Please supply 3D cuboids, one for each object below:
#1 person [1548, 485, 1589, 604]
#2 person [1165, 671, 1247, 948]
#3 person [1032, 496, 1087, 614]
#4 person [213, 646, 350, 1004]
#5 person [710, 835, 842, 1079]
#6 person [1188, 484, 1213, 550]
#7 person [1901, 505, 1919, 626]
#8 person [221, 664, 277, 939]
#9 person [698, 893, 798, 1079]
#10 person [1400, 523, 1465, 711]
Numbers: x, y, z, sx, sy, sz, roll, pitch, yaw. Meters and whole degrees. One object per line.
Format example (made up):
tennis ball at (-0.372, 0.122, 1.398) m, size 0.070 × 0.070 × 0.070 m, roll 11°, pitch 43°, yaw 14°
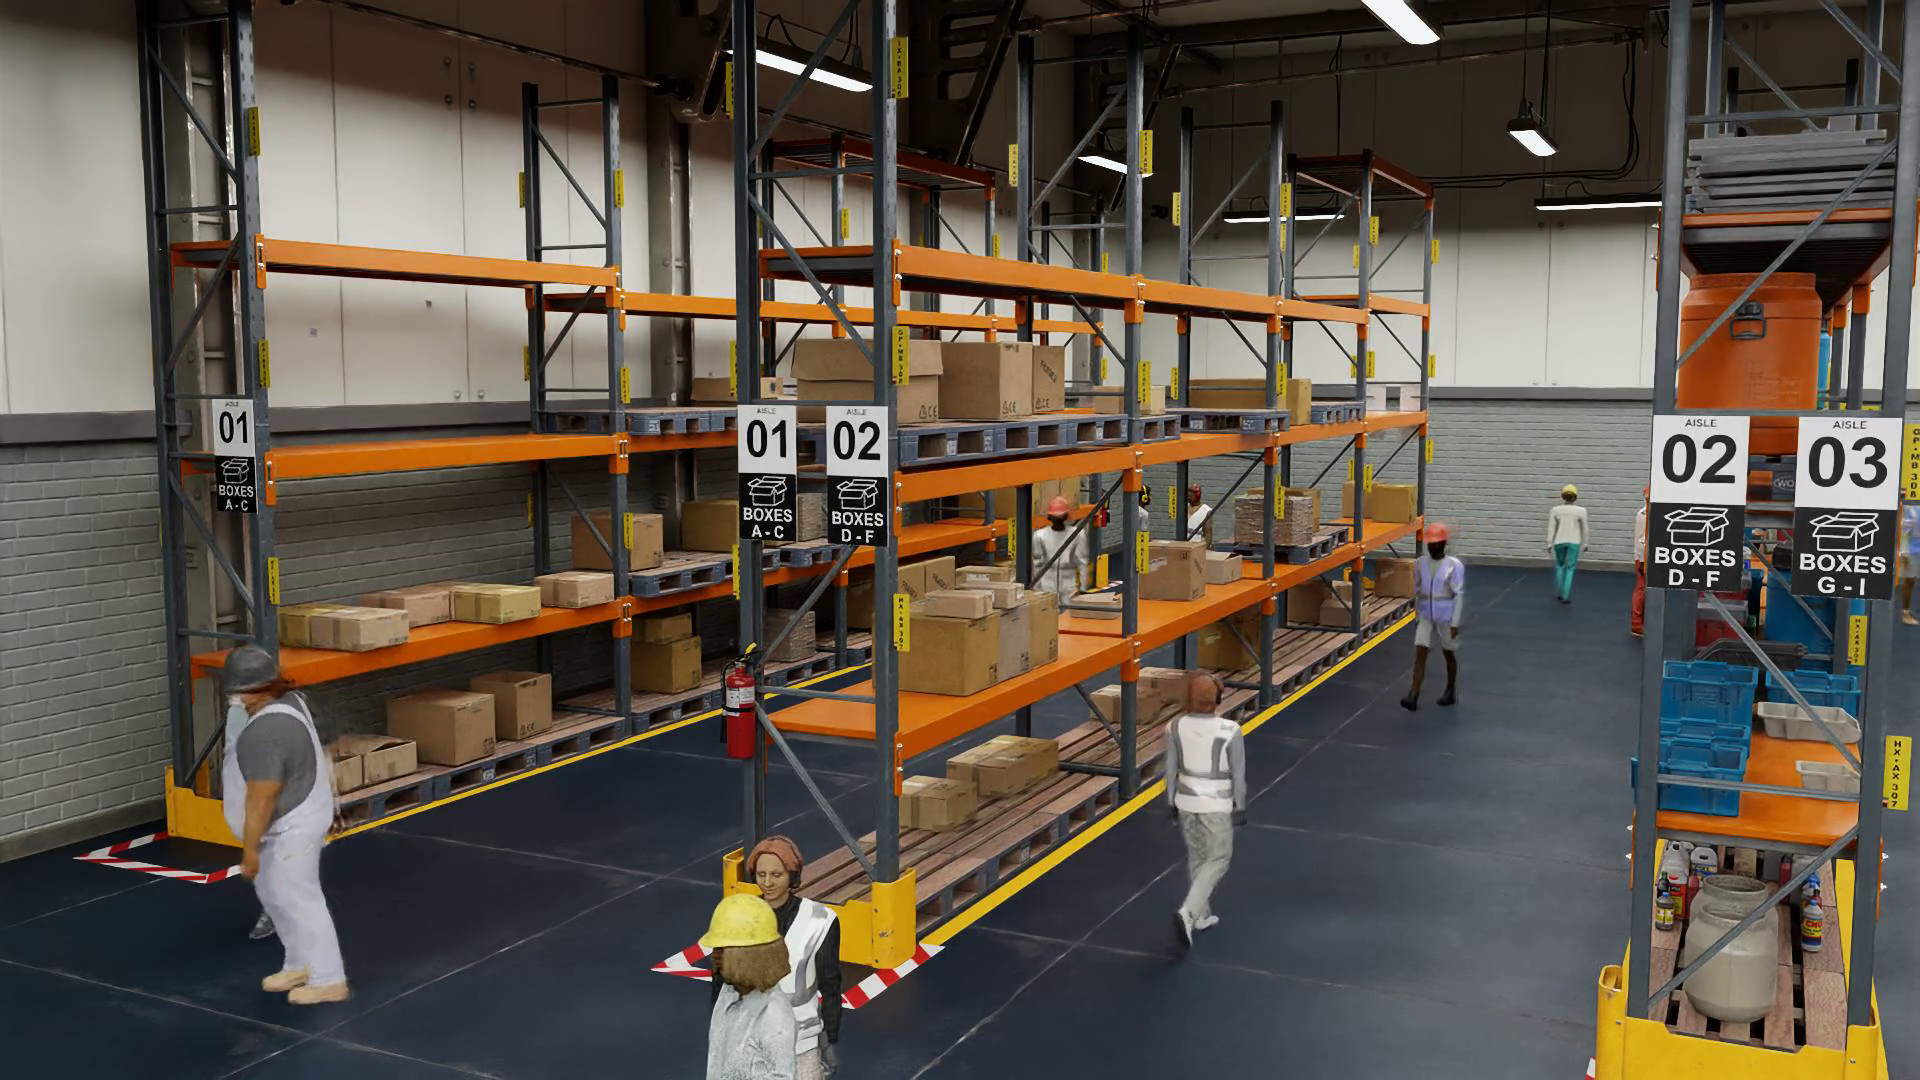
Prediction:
person at (8.954, 0.056, 24.442) m, size 0.532 × 1.733 × 0.784 m, roll 4°, pitch 7°, yaw 35°
person at (1.425, 1.601, 9.918) m, size 0.514 × 1.619 × 0.660 m, roll 5°, pitch 7°, yaw 38°
person at (1.115, 0.497, 18.730) m, size 0.628 × 2.022 × 0.692 m, roll 0°, pitch 6°, yaw 4°
person at (-3.614, 1.501, 8.890) m, size 0.637 × 2.000 × 0.707 m, roll -2°, pitch 6°, yaw -14°
person at (-0.713, 1.950, 6.455) m, size 0.511 × 1.641 × 0.309 m, roll 0°, pitch 6°, yaw 3°
person at (3.279, 0.138, 23.124) m, size 0.389 × 1.837 × 0.563 m, roll -4°, pitch 7°, yaw -36°
person at (12.711, 0.179, 21.882) m, size 0.625 × 2.005 × 0.903 m, roll 0°, pitch 6°, yaw 4°
person at (-4.268, 1.528, 10.087) m, size 0.598 × 1.727 × 0.626 m, roll 3°, pitch 6°, yaw 24°
person at (-0.694, 2.005, 5.425) m, size 0.297 × 1.744 × 0.487 m, roll -4°, pitch 7°, yaw -31°
person at (4.774, 0.775, 16.700) m, size 0.567 × 1.882 × 0.978 m, roll 5°, pitch 8°, yaw 41°
